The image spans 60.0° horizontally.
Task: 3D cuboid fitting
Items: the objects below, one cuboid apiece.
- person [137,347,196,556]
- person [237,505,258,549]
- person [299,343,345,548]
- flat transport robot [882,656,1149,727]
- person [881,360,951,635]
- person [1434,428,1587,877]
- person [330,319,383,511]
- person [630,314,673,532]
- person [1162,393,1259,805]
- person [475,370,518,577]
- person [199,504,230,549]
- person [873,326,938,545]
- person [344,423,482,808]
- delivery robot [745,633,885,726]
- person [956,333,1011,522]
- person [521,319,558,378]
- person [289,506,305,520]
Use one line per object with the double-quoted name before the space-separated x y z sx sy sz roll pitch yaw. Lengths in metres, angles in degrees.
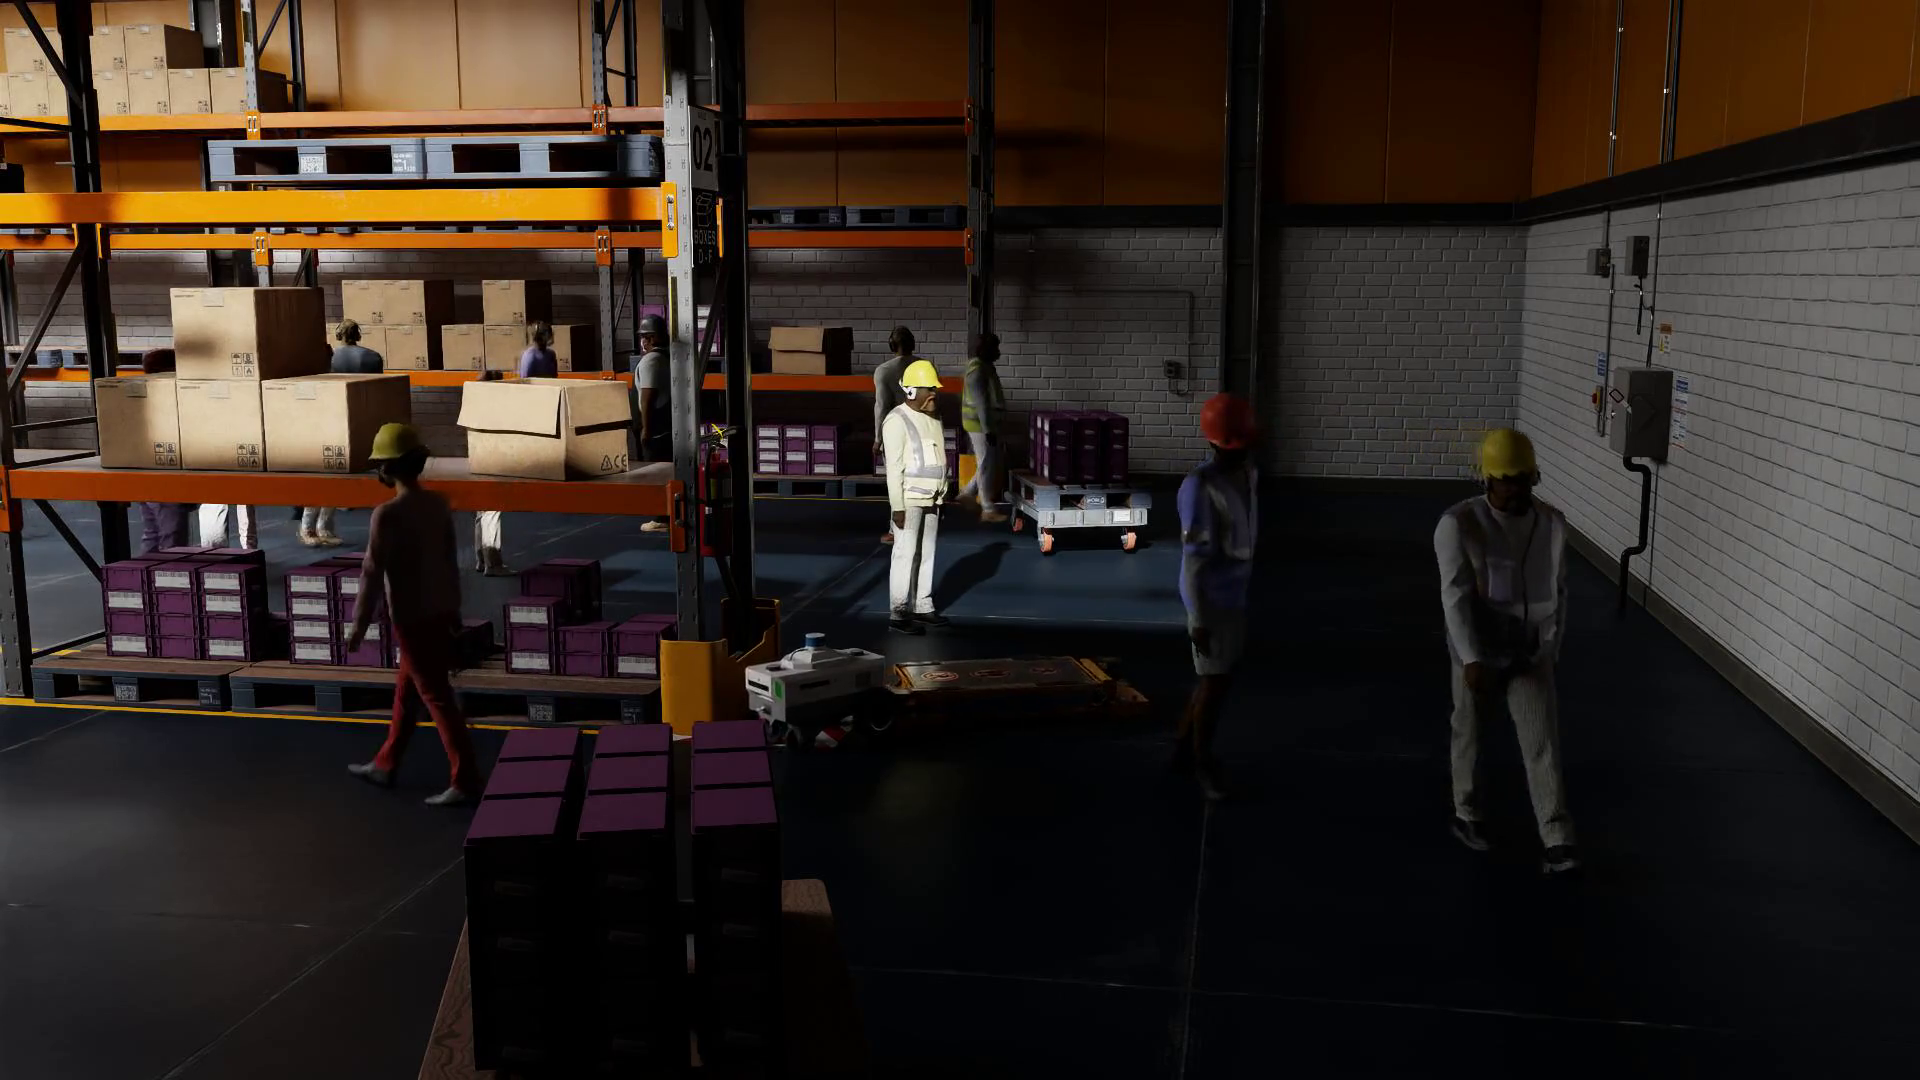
"person" -5.477 -0.372 11.464 0.399 1.897 0.654 -9 13 -44
"person" -5.963 -0.758 13.529 0.622 1.994 0.381 -7 11 -35
"person" -5.565 -0.823 14.498 0.451 1.817 0.623 5 10 26
"flat transport robot" 0.253 0.817 9.090 1.431 0.197 0.652 -2 9 -10
"person" -0.274 -0.286 11.123 0.403 1.826 0.592 6 11 32
"person" 2.215 0.455 6.645 0.595 1.782 0.892 -1 9 -8
"person" -6.130 -1.259 16.811 0.630 1.940 0.372 -5 10 -27
"person" -2.831 -1.107 15.554 0.538 2.000 0.687 3 10 17
"person" 1.134 0.257 7.578 0.574 1.888 0.648 6 11 35
"person" -3.725 -0.530 13.216 0.310 1.638 0.523 -5 10 -28
"person" -5.809 -0.619 13.000 0.354 1.887 0.573 -7 11 -35
"person" -0.490 -0.916 14.704 0.627 1.934 0.372 -6 11 -31
"person" -2.532 0.345 7.485 0.839 1.728 0.541 2 9 12
"delivery robot" -0.740 0.721 8.519 0.707 0.478 0.477 -7 12 -39
"person" 0.246 -1.082 16.047 0.496 1.832 0.652 2 9 11
"person" -4.439 -1.359 17.496 0.747 1.924 0.638 1 9 6
"person" -6.493 -1.163 16.396 0.612 1.899 0.602 -8 12 -39
